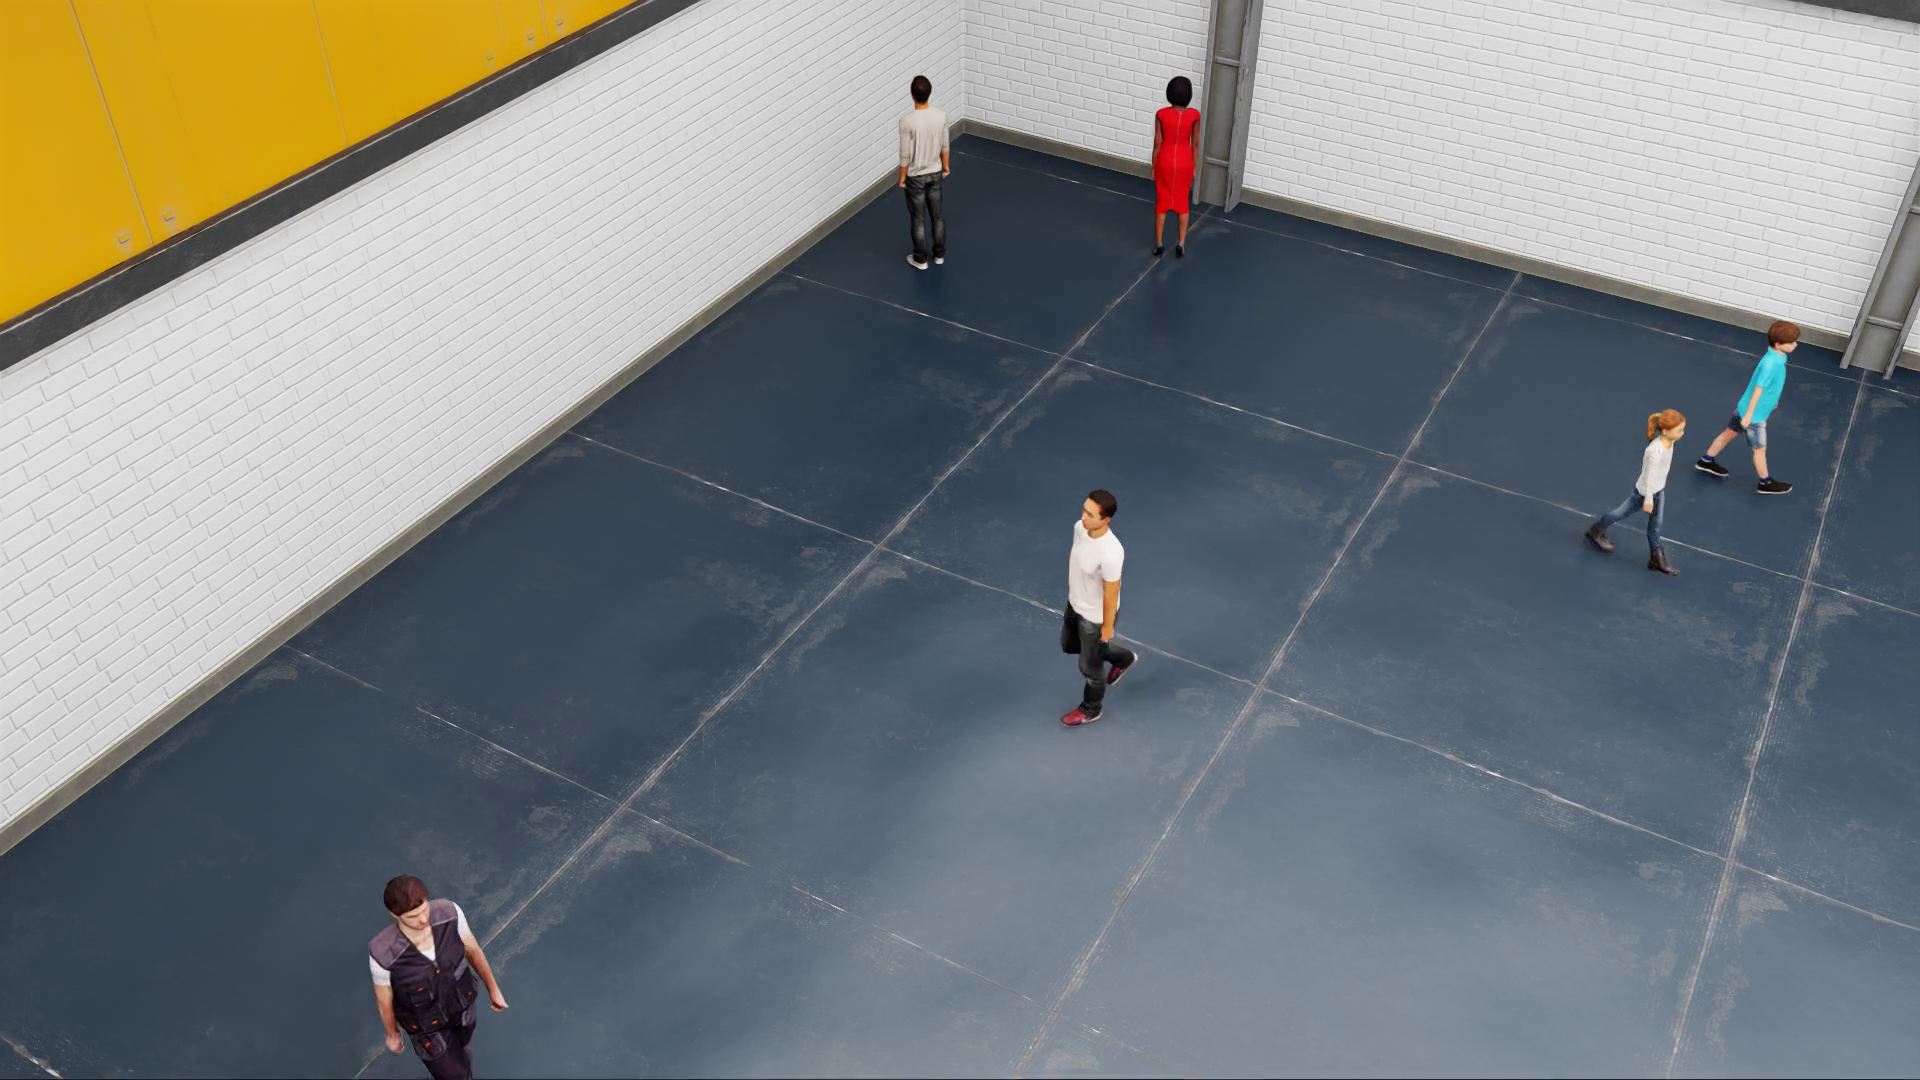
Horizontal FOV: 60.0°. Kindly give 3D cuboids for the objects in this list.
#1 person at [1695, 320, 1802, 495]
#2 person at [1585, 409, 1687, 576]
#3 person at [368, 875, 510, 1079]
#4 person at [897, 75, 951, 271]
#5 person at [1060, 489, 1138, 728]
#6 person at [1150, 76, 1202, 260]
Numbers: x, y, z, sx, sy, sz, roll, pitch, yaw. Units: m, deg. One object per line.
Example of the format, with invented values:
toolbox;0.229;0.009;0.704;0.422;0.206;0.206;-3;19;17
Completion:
person;5.905;-1.023;12.480;0.902;1.412;0.531;19;43;23
person;4.799;-0.374;11.771;0.980;1.282;0.622;30;47;32
person;-2.592;2.219;8.084;0.940;1.831;0.766;26;46;29
person;-0.321;-3.313;15.027;0.736;1.811;0.740;-17;42;-20
person;0.912;0.404;10.391;0.944;1.790;0.926;-18;42;-22
person;1.951;-3.387;15.174;0.596;1.743;0.713;1;39;1
